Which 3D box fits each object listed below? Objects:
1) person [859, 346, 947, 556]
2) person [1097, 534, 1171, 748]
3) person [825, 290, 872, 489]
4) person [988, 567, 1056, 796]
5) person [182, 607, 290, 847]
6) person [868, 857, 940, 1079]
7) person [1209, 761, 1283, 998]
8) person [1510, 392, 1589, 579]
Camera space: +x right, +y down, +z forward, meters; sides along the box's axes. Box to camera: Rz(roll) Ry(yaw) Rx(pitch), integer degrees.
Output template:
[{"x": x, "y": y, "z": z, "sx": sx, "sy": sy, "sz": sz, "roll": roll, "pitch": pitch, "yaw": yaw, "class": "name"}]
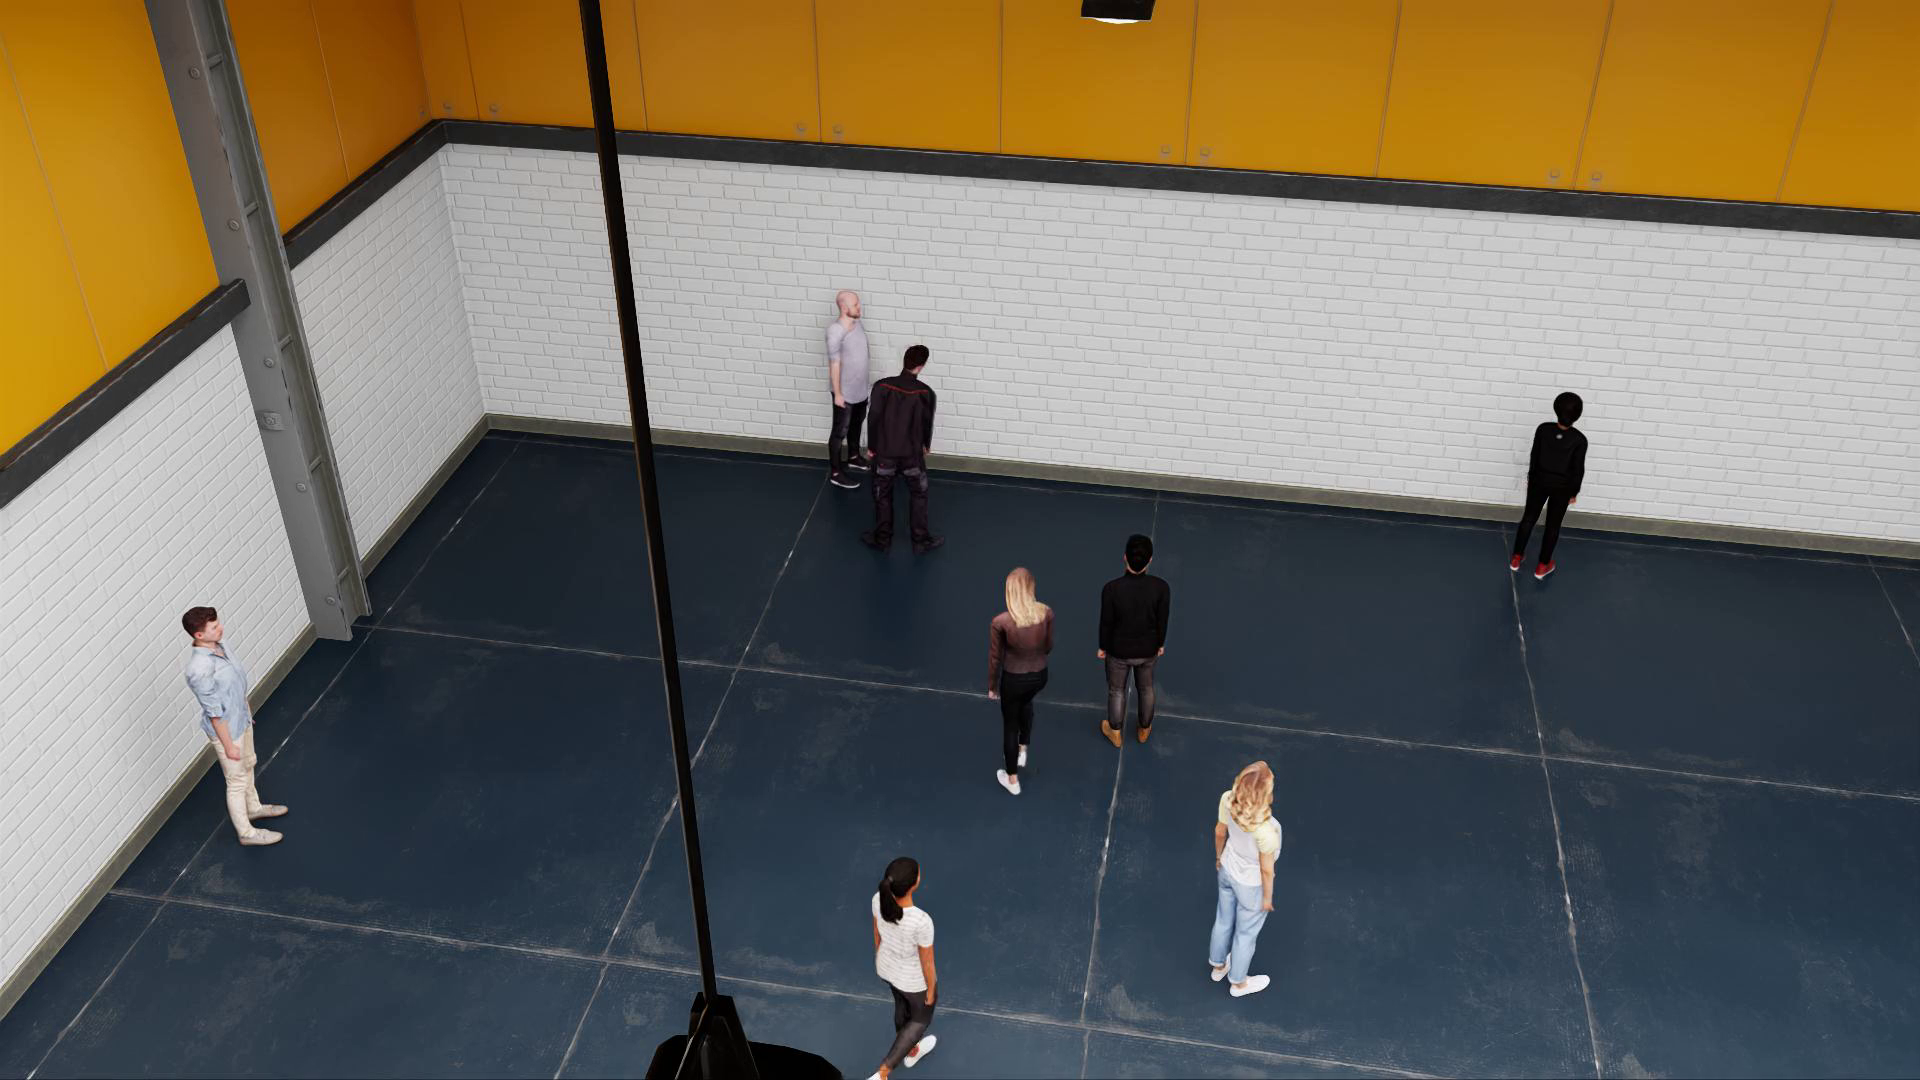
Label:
[{"x": -0.546, "y": -0.723, "z": 13.692, "sx": 0.935, "sy": 1.885, "sz": 0.677, "roll": -10, "pitch": 35, "yaw": -14, "class": "person"}, {"x": 1.211, "y": 0.716, "z": 11.673, "sx": 0.701, "sy": 1.722, "sz": 0.642, "roll": -4, "pitch": 34, "yaw": -5, "class": "person"}, {"x": -0.989, "y": -1.367, "z": 14.707, "sx": 0.785, "sy": 1.833, "sz": 0.612, "roll": 14, "pitch": 36, "yaw": 21, "class": "person"}, {"x": 0.471, "y": 0.978, "z": 11.330, "sx": 0.791, "sy": 1.667, "sz": 0.844, "roll": -17, "pitch": 37, "yaw": -24, "class": "person"}, {"x": -4.770, "y": 1.200, "z": 10.833, "sx": 0.745, "sy": 1.846, "sz": 0.577, "roll": -2, "pitch": 34, "yaw": -3, "class": "person"}, {"x": -0.346, "y": 2.432, "z": 9.173, "sx": 0.822, "sy": 1.632, "sz": 0.963, "roll": 24, "pitch": 41, "yaw": 32, "class": "person"}, {"x": 1.663, "y": 1.988, "z": 9.759, "sx": 0.765, "sy": 1.723, "sz": 0.699, "roll": -20, "pitch": 38, "yaw": -27, "class": "person"}, {"x": 4.788, "y": -0.448, "z": 13.468, "sx": 0.672, "sy": 1.674, "sz": 0.672, "roll": 22, "pitch": 39, "yaw": 29, "class": "person"}]
